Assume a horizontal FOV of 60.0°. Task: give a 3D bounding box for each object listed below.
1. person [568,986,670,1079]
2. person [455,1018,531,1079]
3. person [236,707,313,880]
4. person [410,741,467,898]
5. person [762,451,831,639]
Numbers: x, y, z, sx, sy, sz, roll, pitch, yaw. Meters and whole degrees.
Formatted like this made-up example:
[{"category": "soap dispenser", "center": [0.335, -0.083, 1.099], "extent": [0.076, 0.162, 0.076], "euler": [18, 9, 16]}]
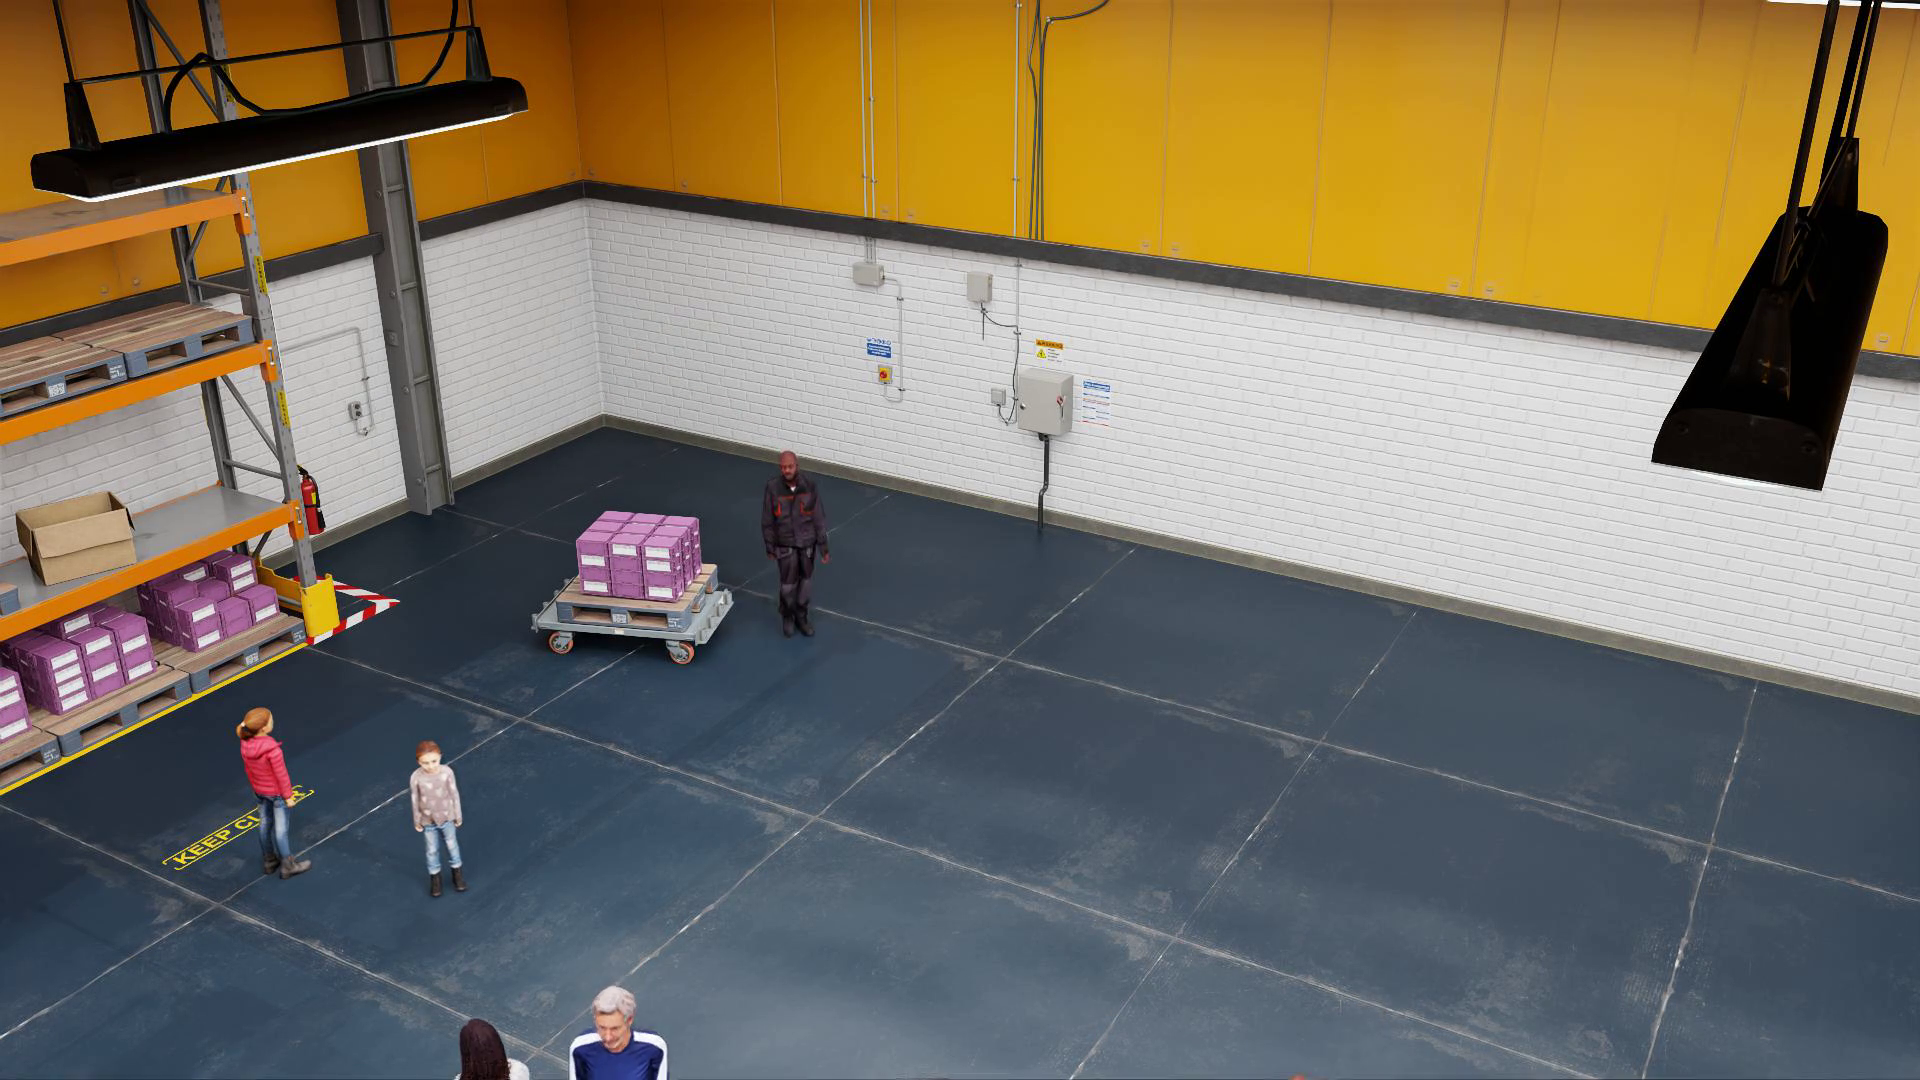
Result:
[{"category": "person", "center": [-1.696, 2.951, 8.476], "extent": [0.957, 1.806, 1.148], "euler": [1, 24, 3]}, {"category": "person", "center": [-2.278, 3.133, 8.304], "extent": [0.961, 1.610, 0.929], "euler": [-13, 27, -27]}, {"category": "person", "center": [-4.887, 1.780, 11.764], "extent": [0.518, 1.317, 0.477], "euler": [12, 26, 25]}, {"category": "person", "center": [-3.654, 1.917, 11.605], "extent": [0.549, 1.193, 0.611], "euler": [-7, 25, -15]}, {"category": "person", "center": [-1.535, -0.014, 15.254], "extent": [0.819, 1.809, 0.897], "euler": [-9, 25, -19]}]
